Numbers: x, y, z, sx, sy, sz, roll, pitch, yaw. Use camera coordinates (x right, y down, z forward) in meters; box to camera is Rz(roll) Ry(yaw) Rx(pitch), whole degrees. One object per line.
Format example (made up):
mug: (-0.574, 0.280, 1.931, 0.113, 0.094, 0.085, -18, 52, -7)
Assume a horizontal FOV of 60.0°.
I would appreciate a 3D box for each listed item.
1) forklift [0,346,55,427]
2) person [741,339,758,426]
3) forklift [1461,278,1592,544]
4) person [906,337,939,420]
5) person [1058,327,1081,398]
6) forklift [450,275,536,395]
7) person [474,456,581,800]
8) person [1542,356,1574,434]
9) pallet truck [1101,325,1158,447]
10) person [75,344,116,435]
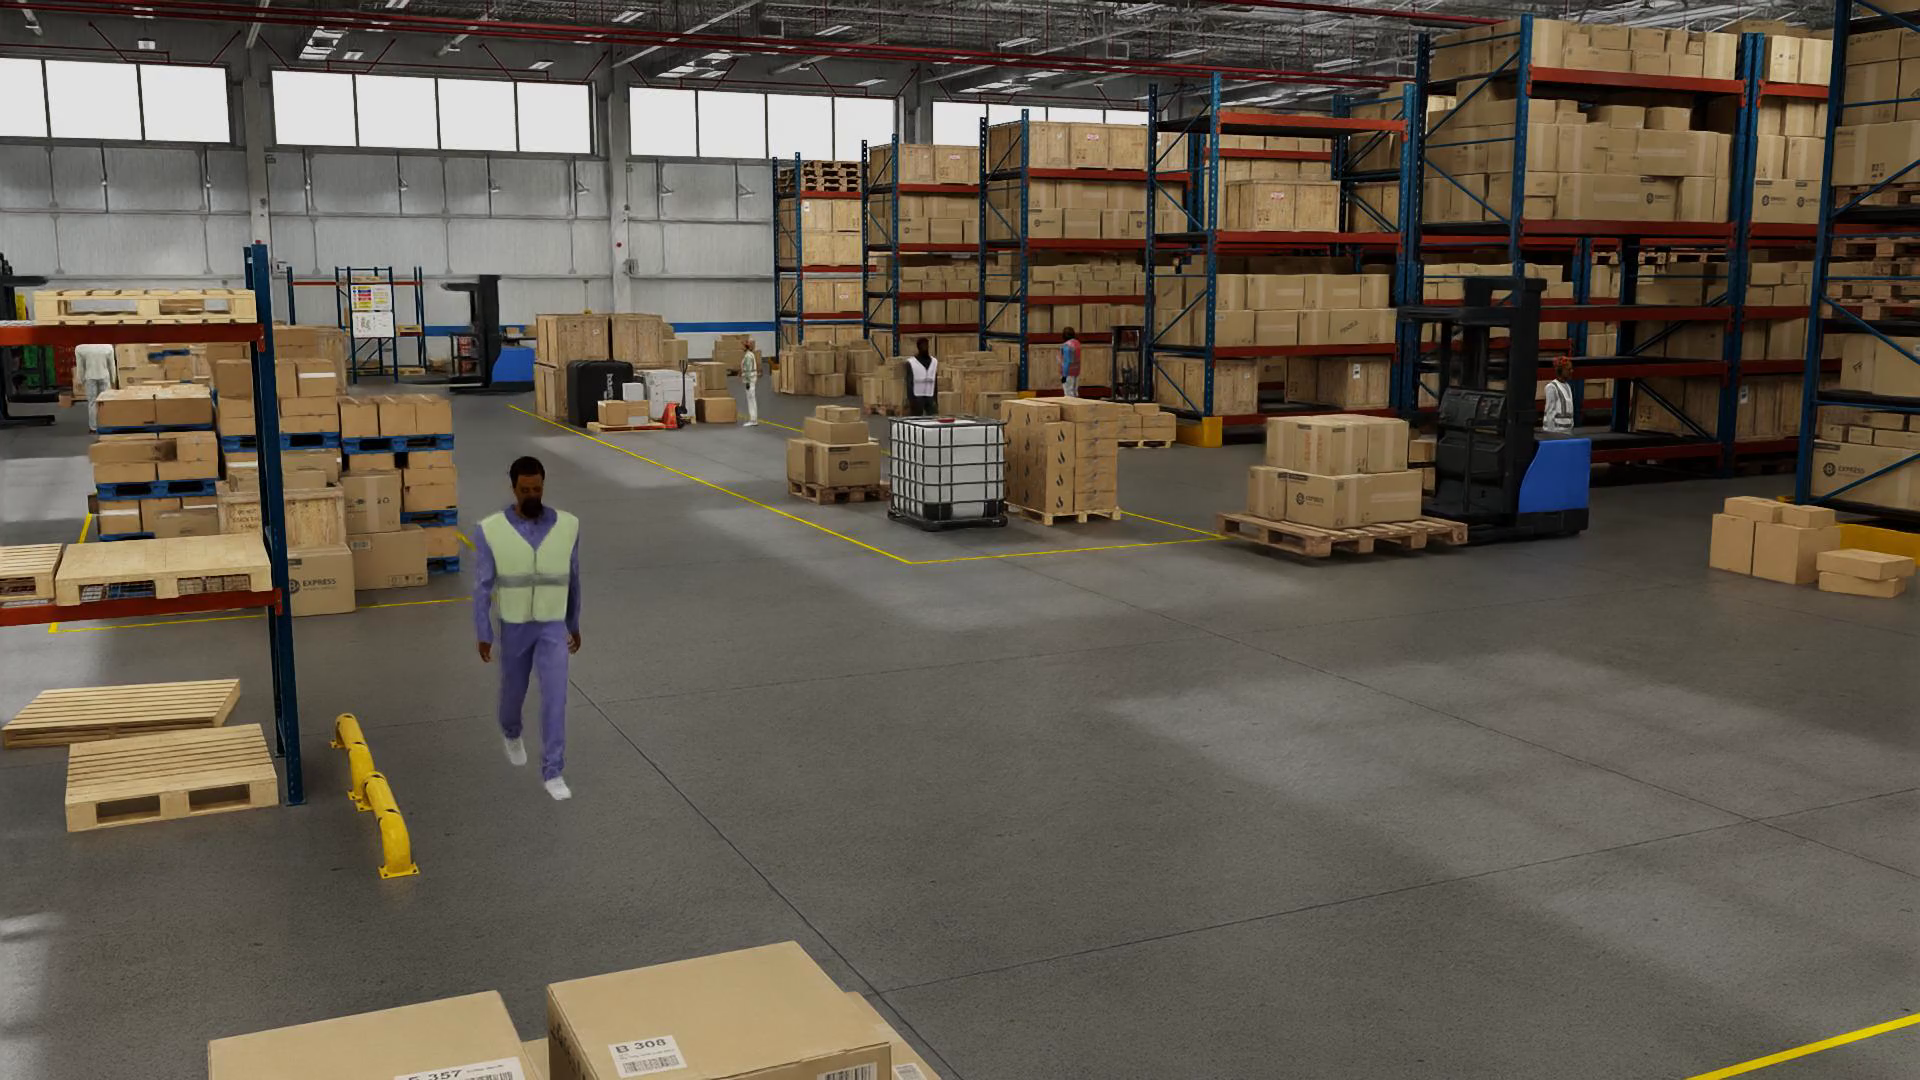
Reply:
forklift: (-17.952, -3.489, 30.732, 1.873, 2.768, 1.129, -4, 10, -24)
person: (-3.971, -2.961, 31.325, 0.312, 1.632, 0.513, -1, 9, -4)
forklift: (5.877, -1.457, 18.125, 1.873, 2.768, 1.129, -4, 10, -25)
person: (-0.511, -2.168, 25.612, 0.626, 1.886, 0.788, -6, 11, -34)
person: (2.105, -3.197, 32.135, 0.430, 1.843, 0.625, 4, 10, 26)
forklift: (-11.086, -4.879, 39.358, 1.873, 2.768, 1.129, -4, 10, -25)
person: (-2.436, 0.452, 9.381, 0.603, 1.888, 0.911, -4, 10, -26)
person: (7.213, -1.268, 20.042, 0.355, 1.882, 0.575, 7, 11, 36)
pallet truck: (2.881, -2.596, 27.923, 0.823, 1.965, 1.885, -1, 9, -7)
person: (-15.358, -2.835, 29.590, 0.630, 1.940, 0.371, -6, 11, -32)
